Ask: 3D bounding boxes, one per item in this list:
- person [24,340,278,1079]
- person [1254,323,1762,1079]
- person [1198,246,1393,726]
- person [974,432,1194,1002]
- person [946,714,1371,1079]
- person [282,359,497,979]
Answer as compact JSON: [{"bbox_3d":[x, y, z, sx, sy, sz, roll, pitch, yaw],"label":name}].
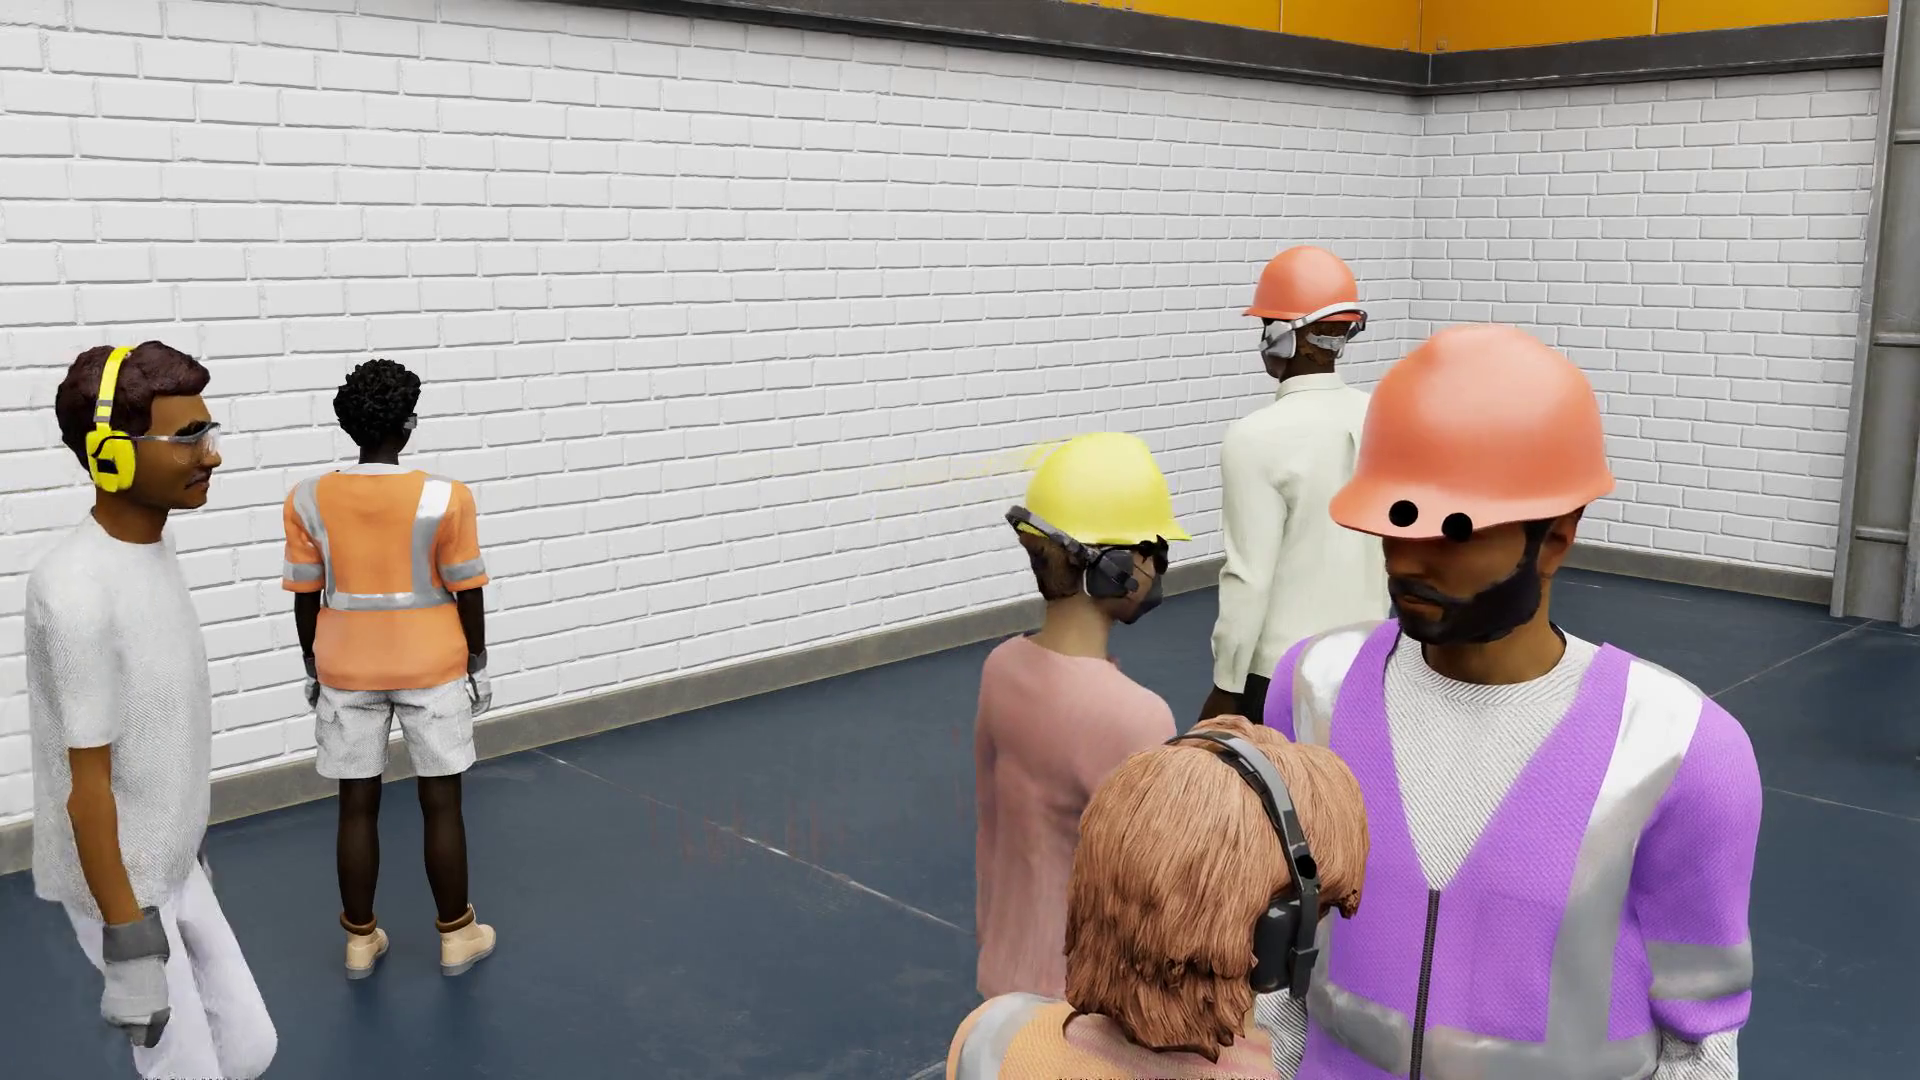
[{"bbox_3d":[-1.432,0.589,2.832,0.481,1.854,0.558,-2,11,-13],"label":"person"},{"bbox_3d":[0.540,0.732,1.839,0.551,1.933,0.376,8,13,37],"label":"person"},{"bbox_3d":[0.827,0.292,4.076,0.609,1.995,0.378,-8,13,-38],"label":"person"},{"bbox_3d":[0.106,0.705,2.524,0.729,1.740,0.528,-3,11,-18],"label":"person"},{"bbox_3d":[0.193,0.956,1.427,0.522,1.640,0.305,9,14,42],"label":"person"},{"bbox_3d":[-1.532,0.361,4.516,0.540,1.696,0.316,0,10,-2],"label":"person"}]
